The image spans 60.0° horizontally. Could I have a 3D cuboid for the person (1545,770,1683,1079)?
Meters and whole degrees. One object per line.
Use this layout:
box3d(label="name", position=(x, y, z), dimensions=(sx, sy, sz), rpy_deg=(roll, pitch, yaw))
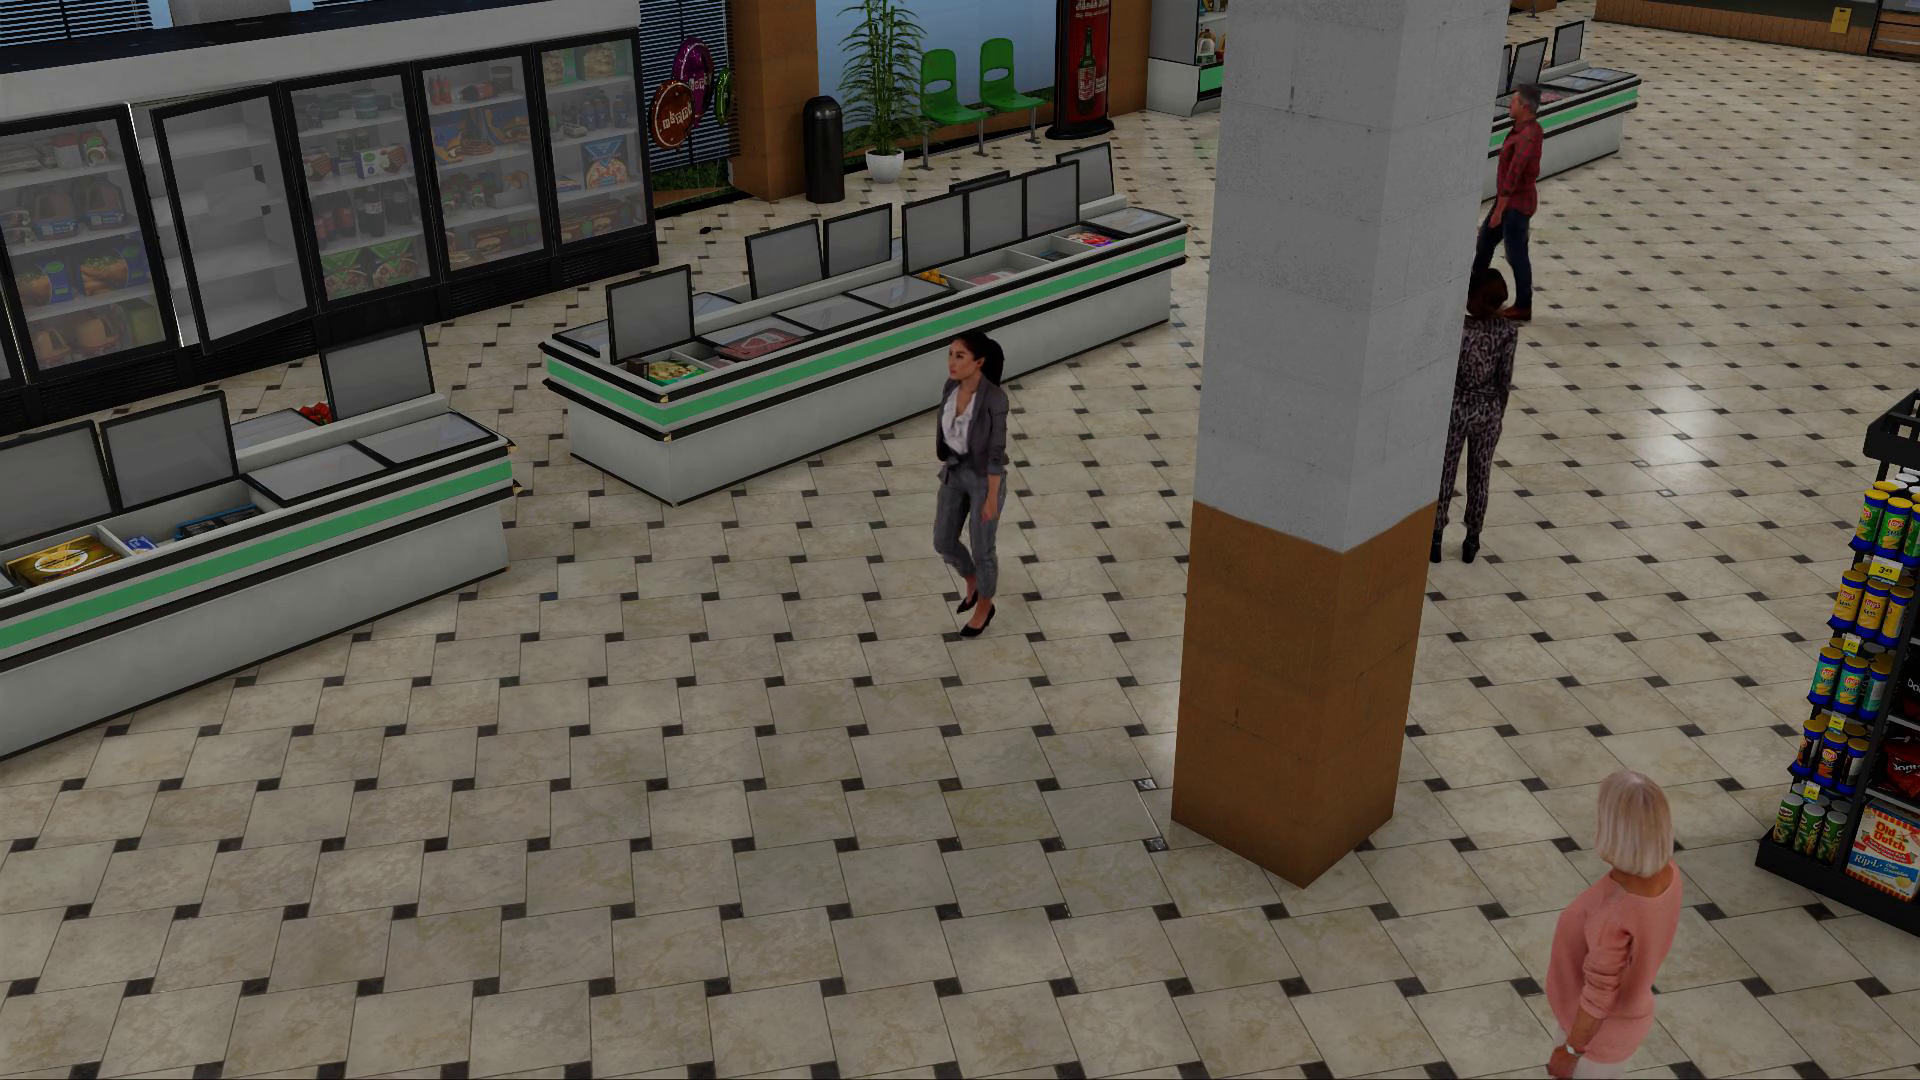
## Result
box3d(label="person", position=(1.925, 1.437, 4.991), dimensions=(0.674, 1.723, 0.474), rpy_deg=(21, 34, 35))

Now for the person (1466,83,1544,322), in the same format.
box3d(label="person", position=(4.356, -2.563, 12.785), dimensions=(1.039, 1.806, 1.072), rpy_deg=(9, 28, 16))

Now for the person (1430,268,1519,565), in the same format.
box3d(label="person", position=(2.800, -0.677, 9.166), dimensions=(0.681, 1.717, 0.730), rpy_deg=(3, 27, 5))

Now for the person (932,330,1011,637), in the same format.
box3d(label="person", position=(0.141, -0.286, 8.448), dimensions=(0.569, 1.668, 0.599), rpy_deg=(-24, 35, -39))
